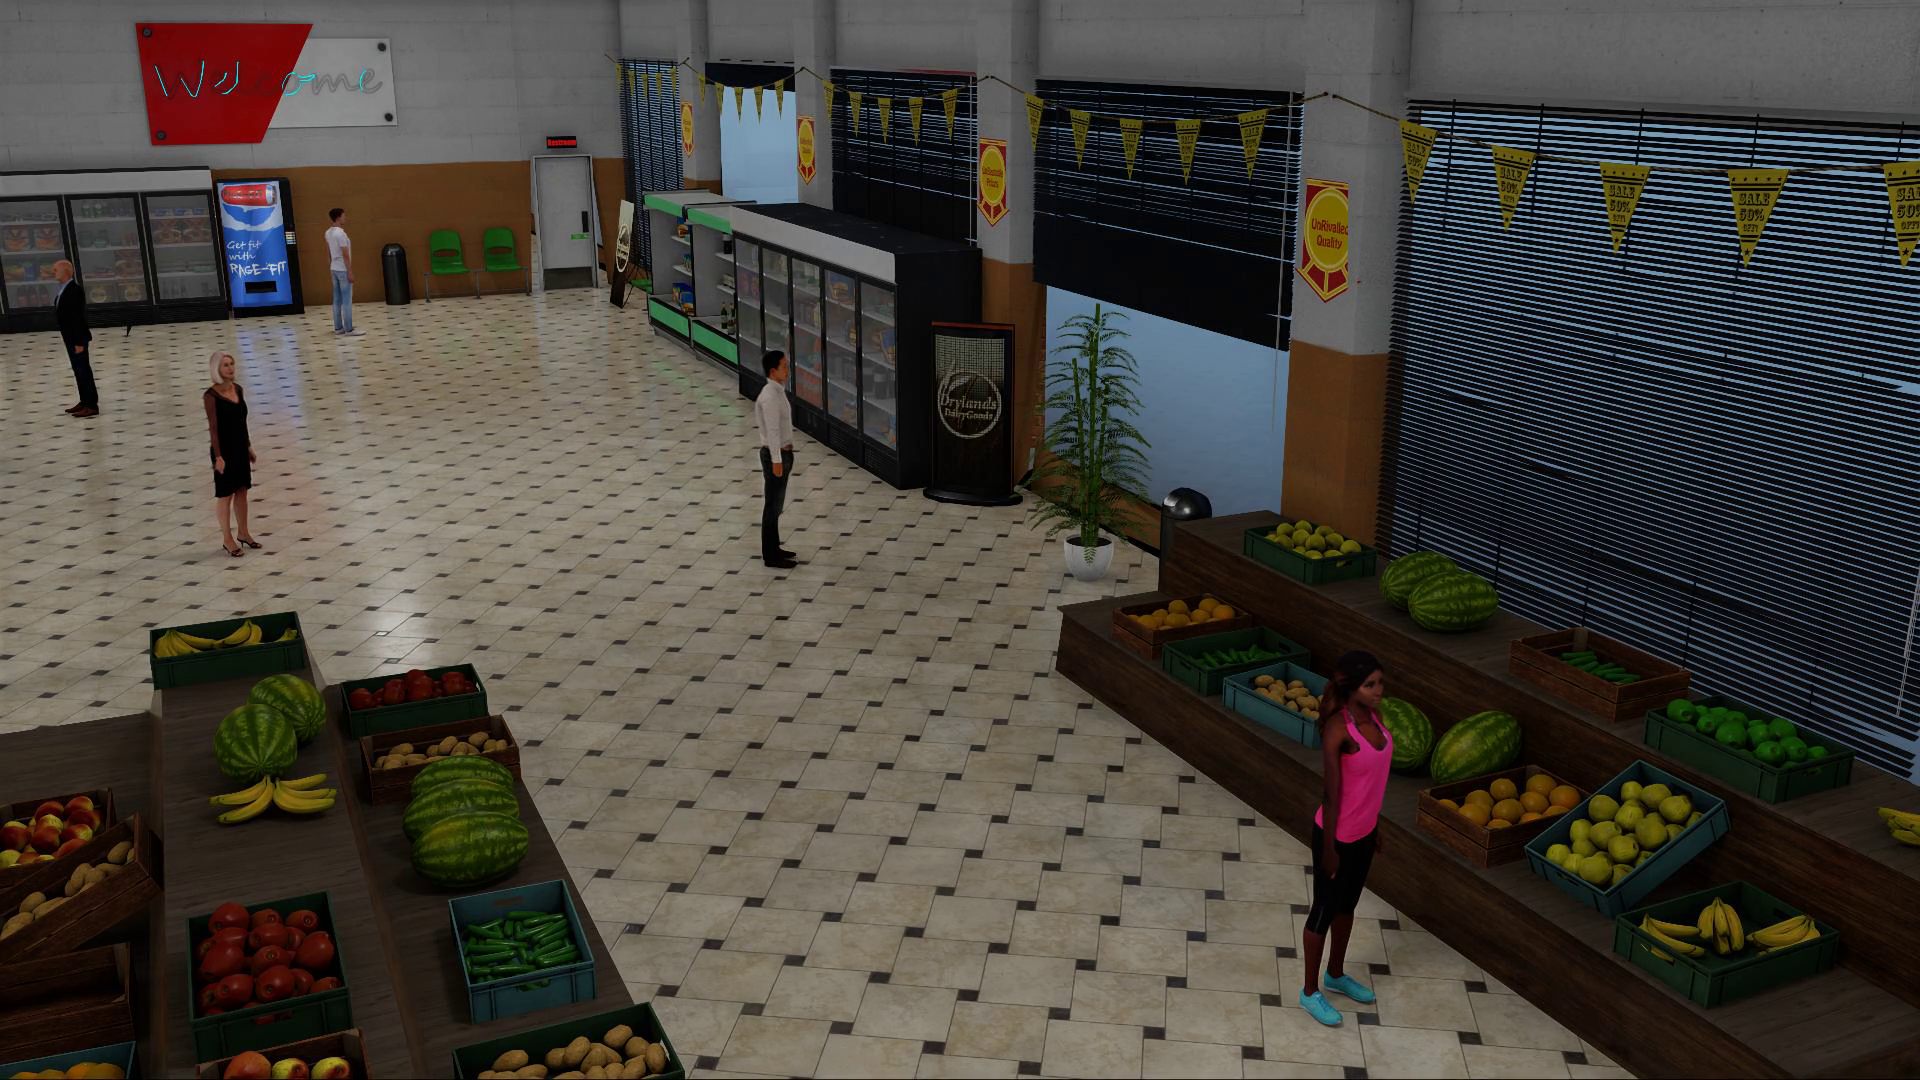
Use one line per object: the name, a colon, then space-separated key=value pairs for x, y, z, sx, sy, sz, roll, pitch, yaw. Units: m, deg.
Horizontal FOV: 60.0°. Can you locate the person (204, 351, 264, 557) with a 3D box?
person: x=-6.195 y=-0.745 z=14.113 sx=0.727 sy=1.747 sz=0.661 roll=6 pitch=18 yaw=18

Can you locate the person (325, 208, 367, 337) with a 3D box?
person: x=-9.112 y=-3.946 z=24.478 sx=0.631 sy=1.850 sz=0.789 roll=14 pitch=22 yaw=39

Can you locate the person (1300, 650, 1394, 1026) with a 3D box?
person: x=1.716 y=1.300 z=7.421 sx=0.619 sy=1.722 sz=0.631 roll=-14 pitch=22 yaw=-39

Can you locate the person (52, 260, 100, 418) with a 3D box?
person: x=-10.268 y=-2.351 z=19.310 sx=0.803 sy=1.800 sz=0.614 roll=-14 pitch=22 yaw=-38

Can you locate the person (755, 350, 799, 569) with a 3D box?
person: x=-1.535 y=-0.683 z=13.802 sx=0.794 sy=1.809 sz=0.619 roll=-1 pitch=17 yaw=-3
